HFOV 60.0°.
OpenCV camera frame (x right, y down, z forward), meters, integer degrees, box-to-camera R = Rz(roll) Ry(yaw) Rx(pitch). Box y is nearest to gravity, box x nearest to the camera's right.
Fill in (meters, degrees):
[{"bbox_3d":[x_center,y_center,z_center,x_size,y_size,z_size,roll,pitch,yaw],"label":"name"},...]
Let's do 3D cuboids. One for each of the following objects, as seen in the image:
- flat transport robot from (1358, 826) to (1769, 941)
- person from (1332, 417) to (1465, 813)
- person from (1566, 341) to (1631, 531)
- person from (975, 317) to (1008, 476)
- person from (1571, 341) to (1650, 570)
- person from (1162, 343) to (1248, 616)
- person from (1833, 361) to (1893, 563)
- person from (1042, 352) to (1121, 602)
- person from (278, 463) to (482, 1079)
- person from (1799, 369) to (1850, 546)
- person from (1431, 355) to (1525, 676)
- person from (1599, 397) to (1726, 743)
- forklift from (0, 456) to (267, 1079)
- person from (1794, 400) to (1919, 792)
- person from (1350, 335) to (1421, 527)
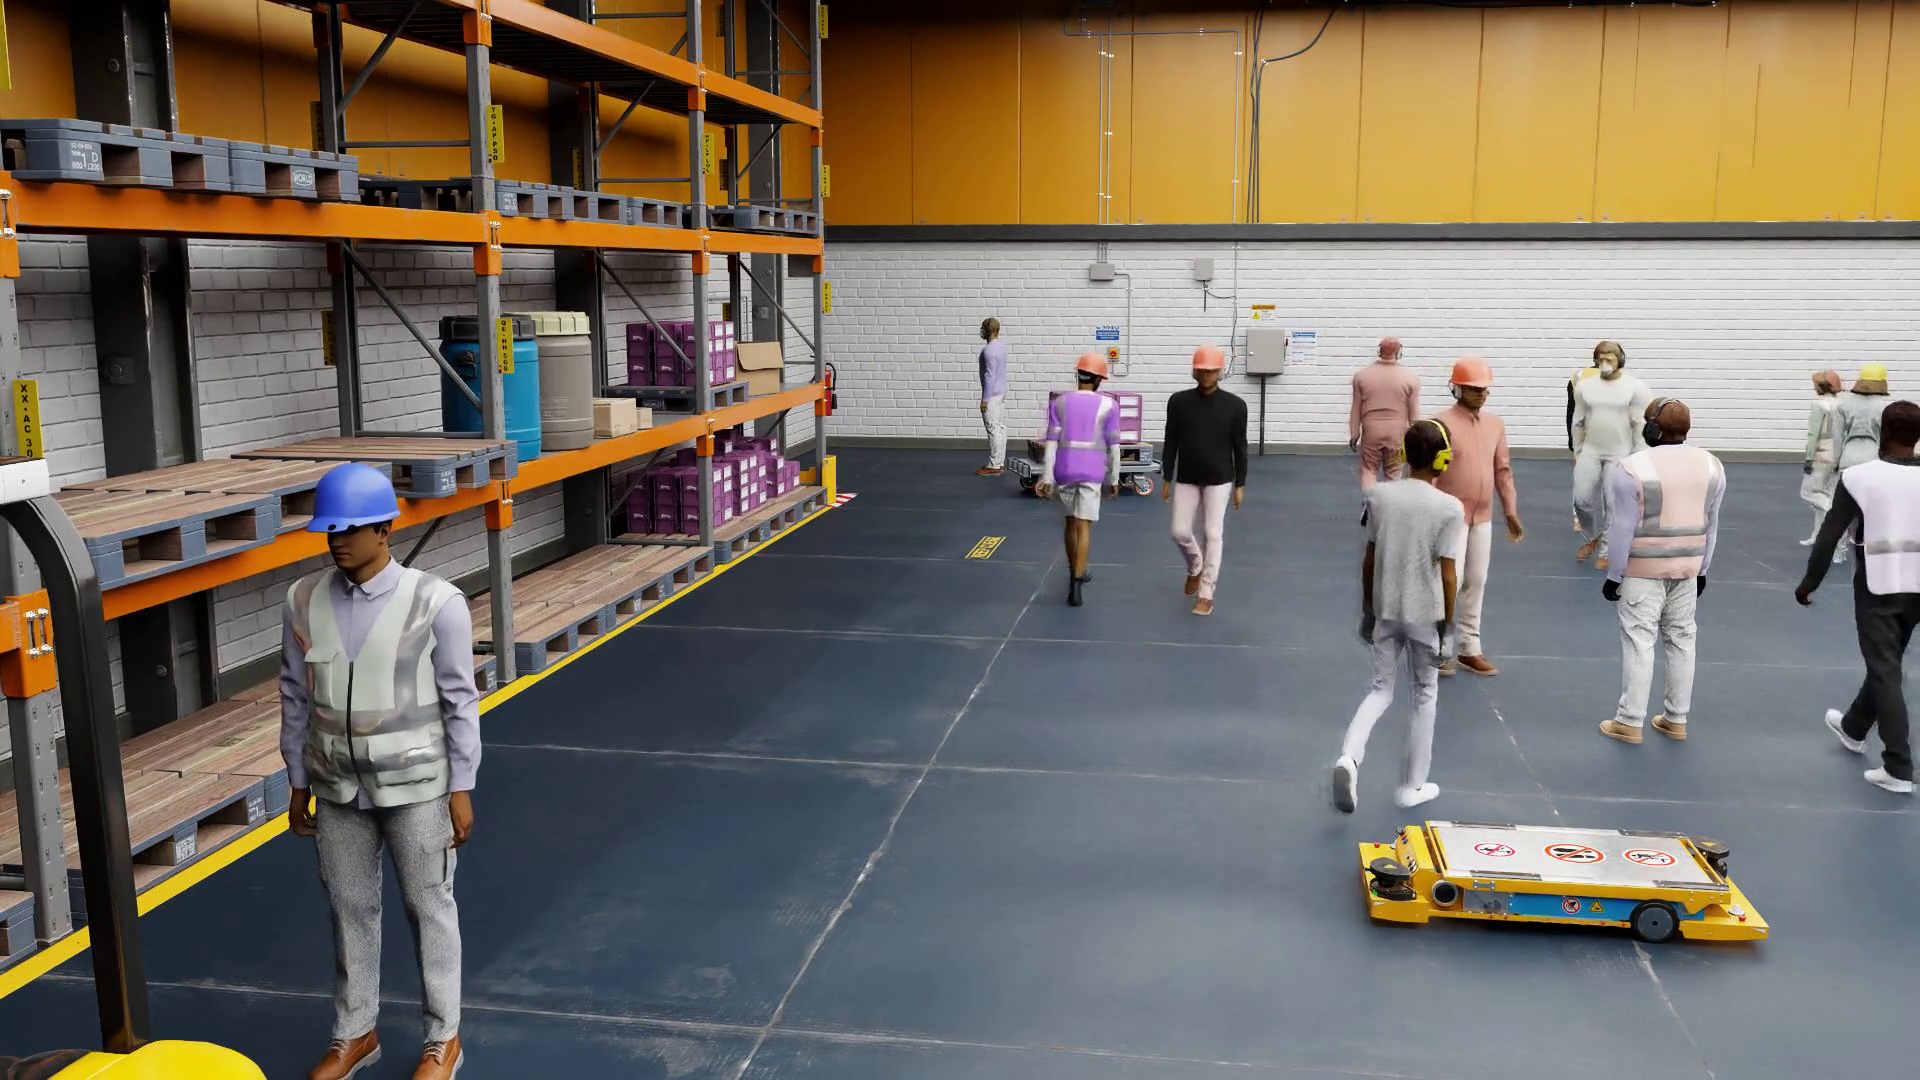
[{"bbox_3d":[2.325,1.321,6.541,1.431,0.197,0.652,1,9,9],"label":"flat transport robot"},{"bbox_3d":[2.002,0.363,7.606,0.535,1.847,0.732,8,12,40],"label":"person"},{"bbox_3d":[6.137,-0.984,15.927,0.633,1.842,0.429,7,11,35],"label":"person"},{"bbox_3d":[0.390,-1.752,20.365,0.372,1.940,0.627,3,10,16],"label":"person"},{"bbox_3d":[5.410,-0.699,13.929,0.633,1.928,0.429,7,11,35],"label":"person"},{"bbox_3d":[1.800,-0.454,12.217,0.634,1.983,0.537,3,10,20],"label":"person"},{"bbox_3d":[7.716,-0.653,14.197,0.327,1.742,0.492,-9,13,-44],"label":"person"},{"bbox_3d":[0.936,-0.492,12.750,0.572,1.875,0.970,3,10,15],"label":"person"},{"bbox_3d":[-1.759,0.730,5.029,0.616,1.945,0.404,1,9,8],"label":"person"},{"bbox_3d":[7.818,-0.714,14.904,0.537,1.623,0.486,-6,11,-33],"label":"person"},{"bbox_3d":[3.149,-0.148,10.323,0.644,1.989,0.445,-4,10,-26],"label":"person"},{"bbox_3d":[3.703,0.164,8.846,0.626,1.846,0.429,-2,9,-13],"label":"person"},{"bbox_3d":[-2.328,0.975,2.765,2.313,2.155,1.214,1,9,9],"label":"forklift"},{"bbox_3d":[4.581,0.244,8.293,0.607,1.864,1.012,-1,9,-3],"label":"person"},{"bbox_3d":[4.077,-1.013,15.953,0.662,1.887,0.492,3,10,20],"label":"person"}]
